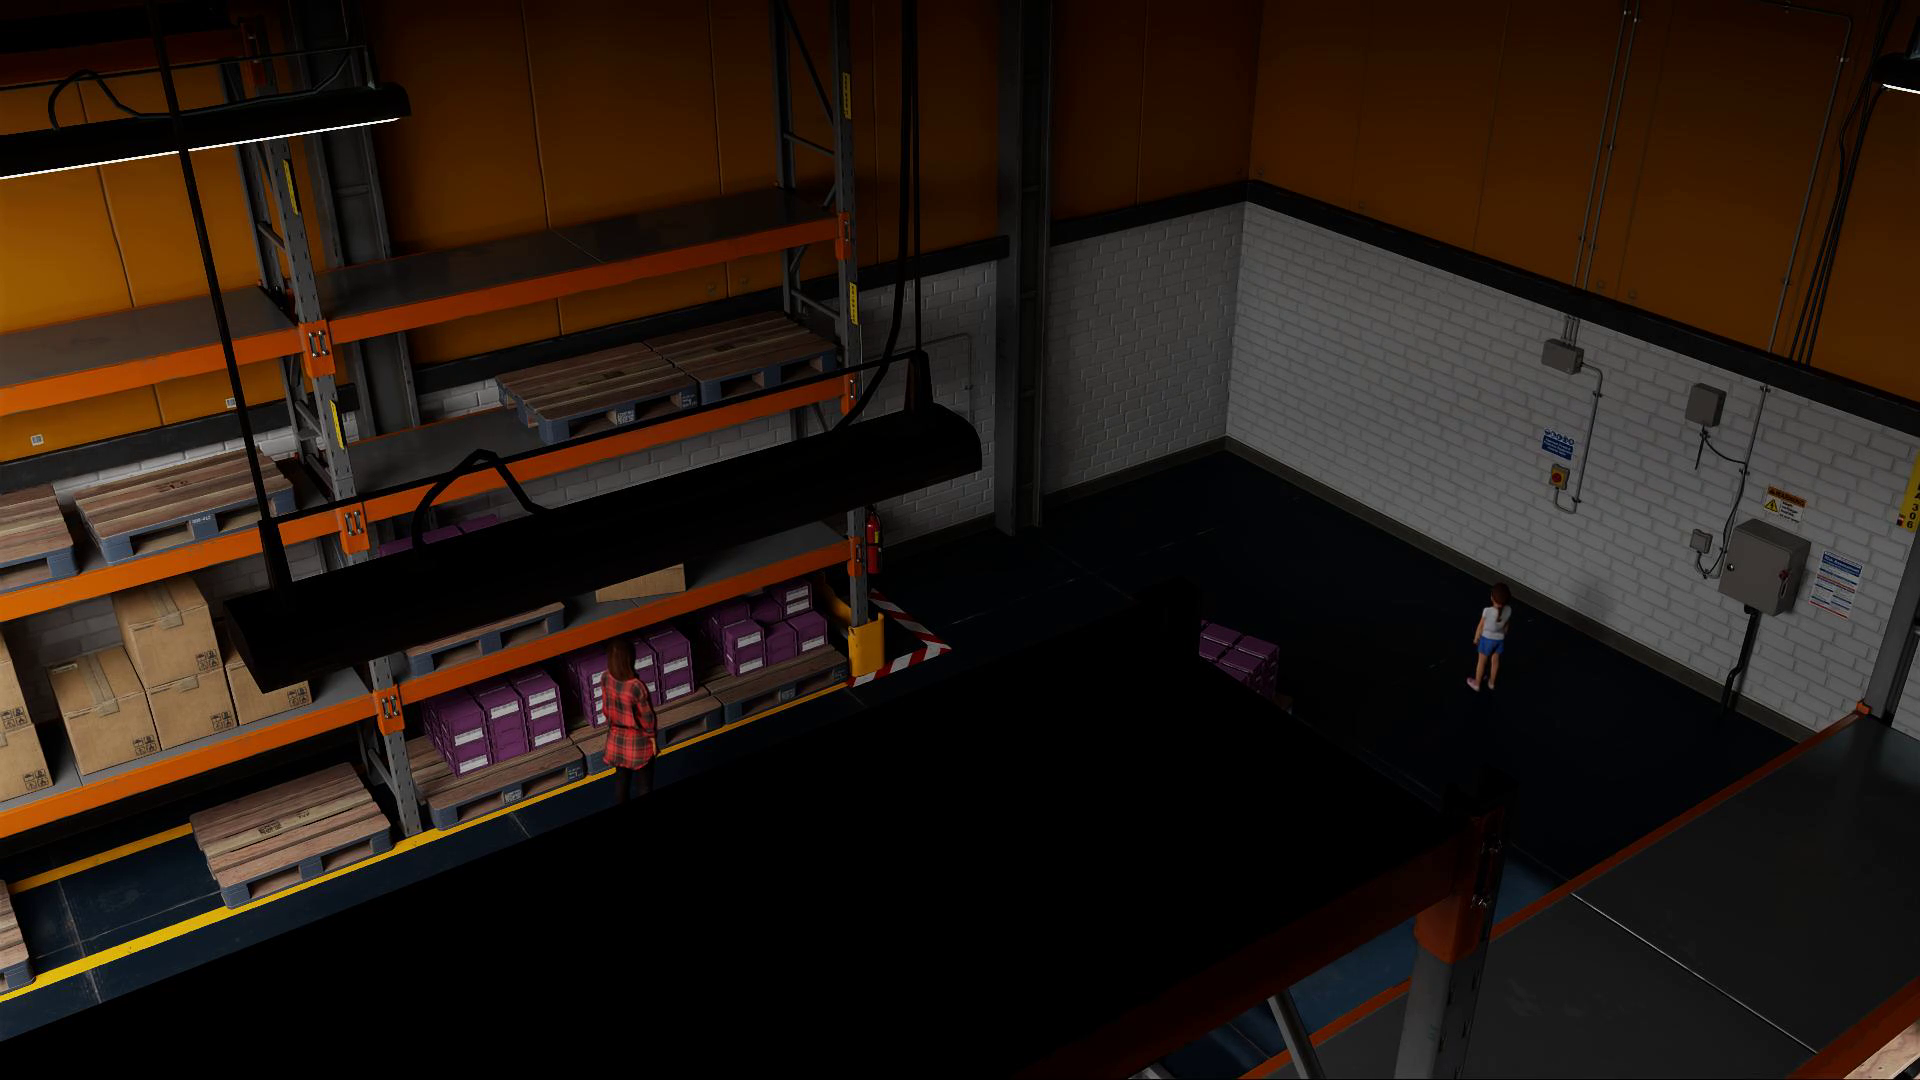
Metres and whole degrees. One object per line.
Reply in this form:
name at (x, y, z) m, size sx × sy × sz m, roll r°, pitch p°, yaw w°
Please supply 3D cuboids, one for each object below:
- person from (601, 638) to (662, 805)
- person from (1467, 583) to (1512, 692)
person at (-2.407, 1.460, 12.178) m, size 0.697 × 1.702 × 0.692 m, roll 16°, pitch 32°, yaw 26°
person at (4.504, 0.818, 14.068) m, size 0.460 × 1.018 × 0.549 m, roll -5°, pitch 29°, yaw -8°
